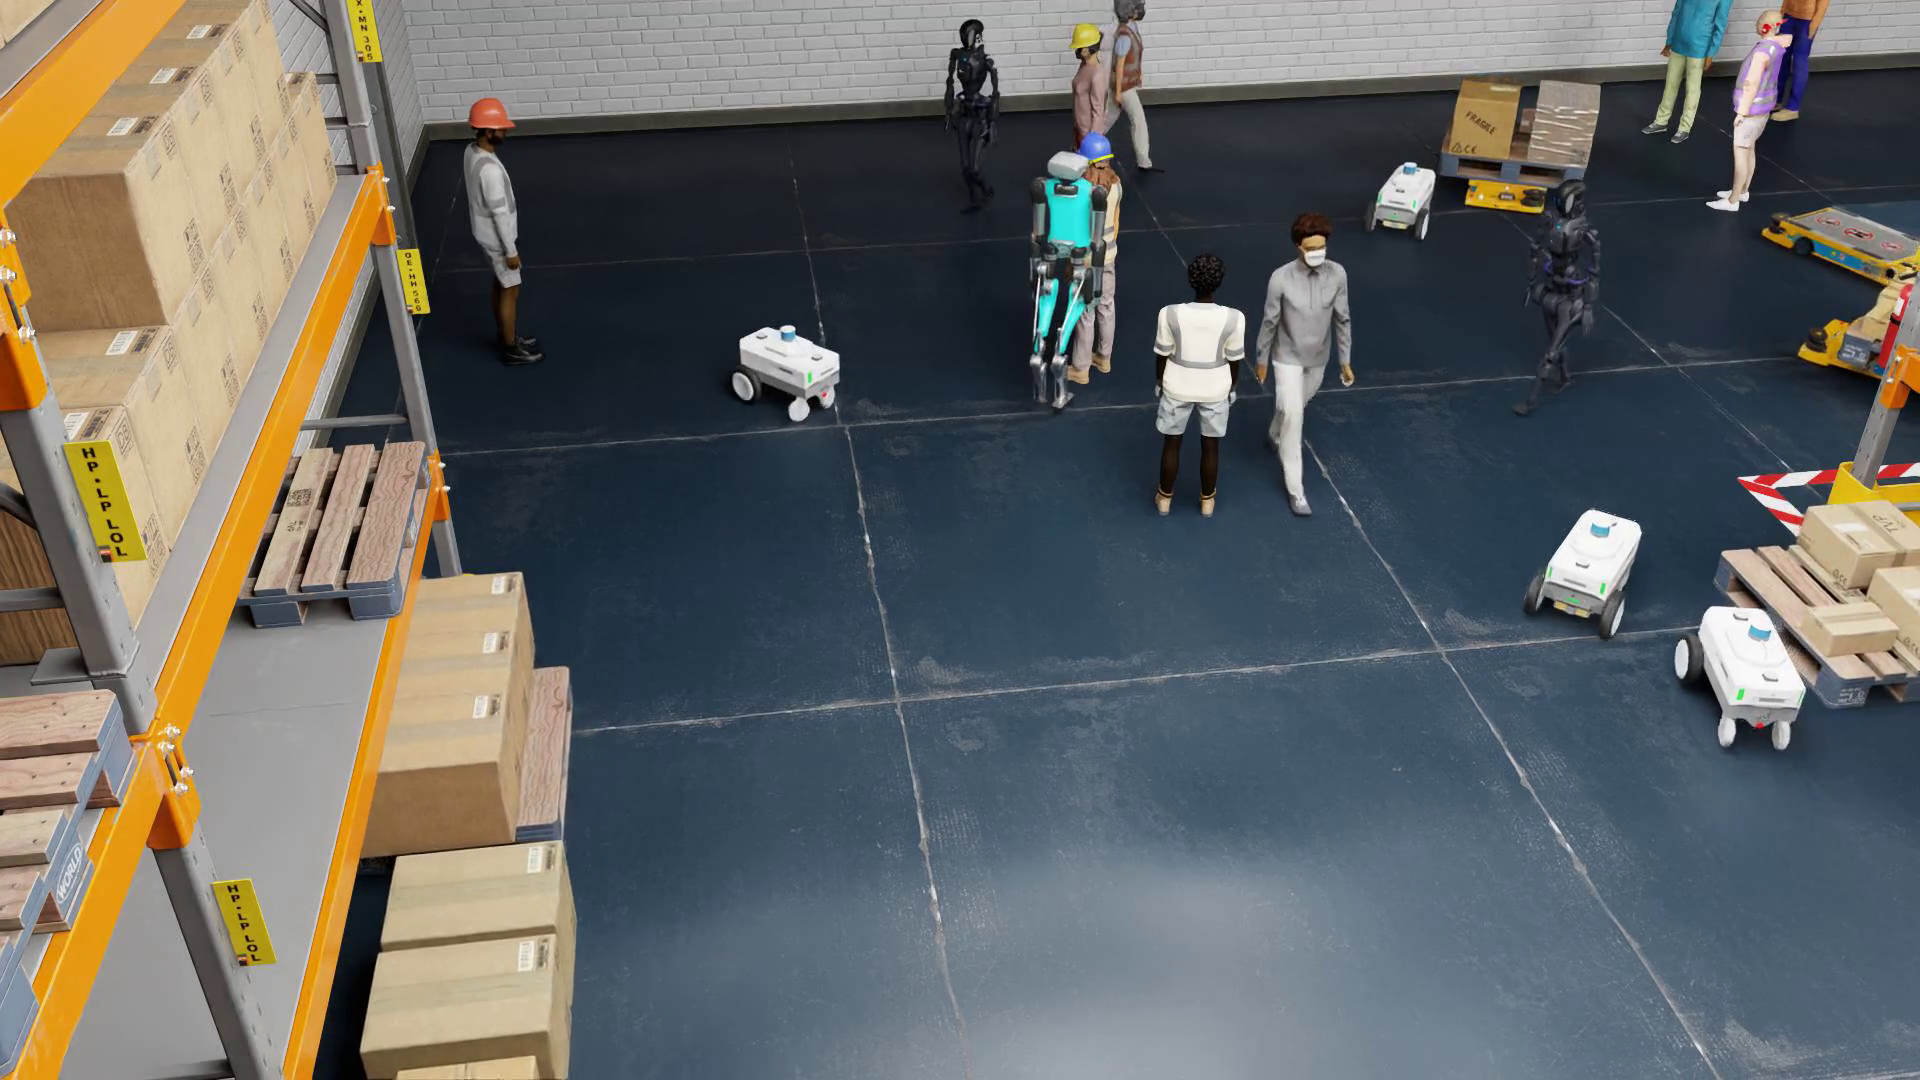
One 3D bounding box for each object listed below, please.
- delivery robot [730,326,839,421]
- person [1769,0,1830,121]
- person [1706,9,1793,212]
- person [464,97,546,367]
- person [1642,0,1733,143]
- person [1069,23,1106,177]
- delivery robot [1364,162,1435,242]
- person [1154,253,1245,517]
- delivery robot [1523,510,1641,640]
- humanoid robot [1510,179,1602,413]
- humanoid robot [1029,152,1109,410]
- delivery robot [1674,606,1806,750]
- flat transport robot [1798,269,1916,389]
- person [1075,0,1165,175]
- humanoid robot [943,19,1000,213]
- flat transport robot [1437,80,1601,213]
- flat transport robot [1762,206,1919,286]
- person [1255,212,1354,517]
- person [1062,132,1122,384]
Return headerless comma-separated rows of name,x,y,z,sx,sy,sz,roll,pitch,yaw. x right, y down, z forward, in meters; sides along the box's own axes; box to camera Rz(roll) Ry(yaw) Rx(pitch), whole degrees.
delivery robot,-1.190,-1.186,11.407,0.765,0.594,0.513,24,40,31
person,8.128,-5.077,16.080,0.401,1.973,0.517,-10,35,-15
person,6.733,-3.652,14.153,0.357,1.684,0.486,23,39,31
person,-3.197,-2.138,11.616,0.390,1.927,0.548,-16,36,-23
person,6.837,-4.625,15.578,0.325,1.752,0.562,-19,38,-27
person,1.024,-3.352,13.627,0.321,1.760,0.522,-6,34,-9
delivery robot,3.738,-2.866,13.983,0.499,0.595,0.781,15,36,22
person,1.406,-0.900,9.926,0.533,1.693,0.320,4,33,7
delivery robot,3.555,0.142,9.360,0.499,0.580,0.757,21,38,28
humanoid robot,4.021,-1.651,11.133,0.784,1.613,0.612,-18,37,-26
humanoid robot,0.628,-1.593,10.962,0.544,1.810,0.705,13,35,18
delivery robot,4.053,0.658,8.568,0.499,0.579,0.753,3,33,5
flat transport robot,6.796,-1.249,11.766,1.431,0.231,0.659,28,42,36
person,1.442,-4.111,14.888,0.838,1.652,0.451,5,33,7
humanoid robot,0.106,-3.567,14.023,0.614,1.647,0.354,25,41,33
flat transport robot,4.921,-3.279,14.877,0.659,0.231,1.431,11,35,16
flat transport robot,7.313,-2.347,13.449,0.659,0.231,1.431,-16,37,-23
person,2.082,-1.141,10.161,0.553,1.864,0.947,-7,34,-11
person,0.900,-1.932,11.432,0.462,1.778,0.305,-28,42,-35
